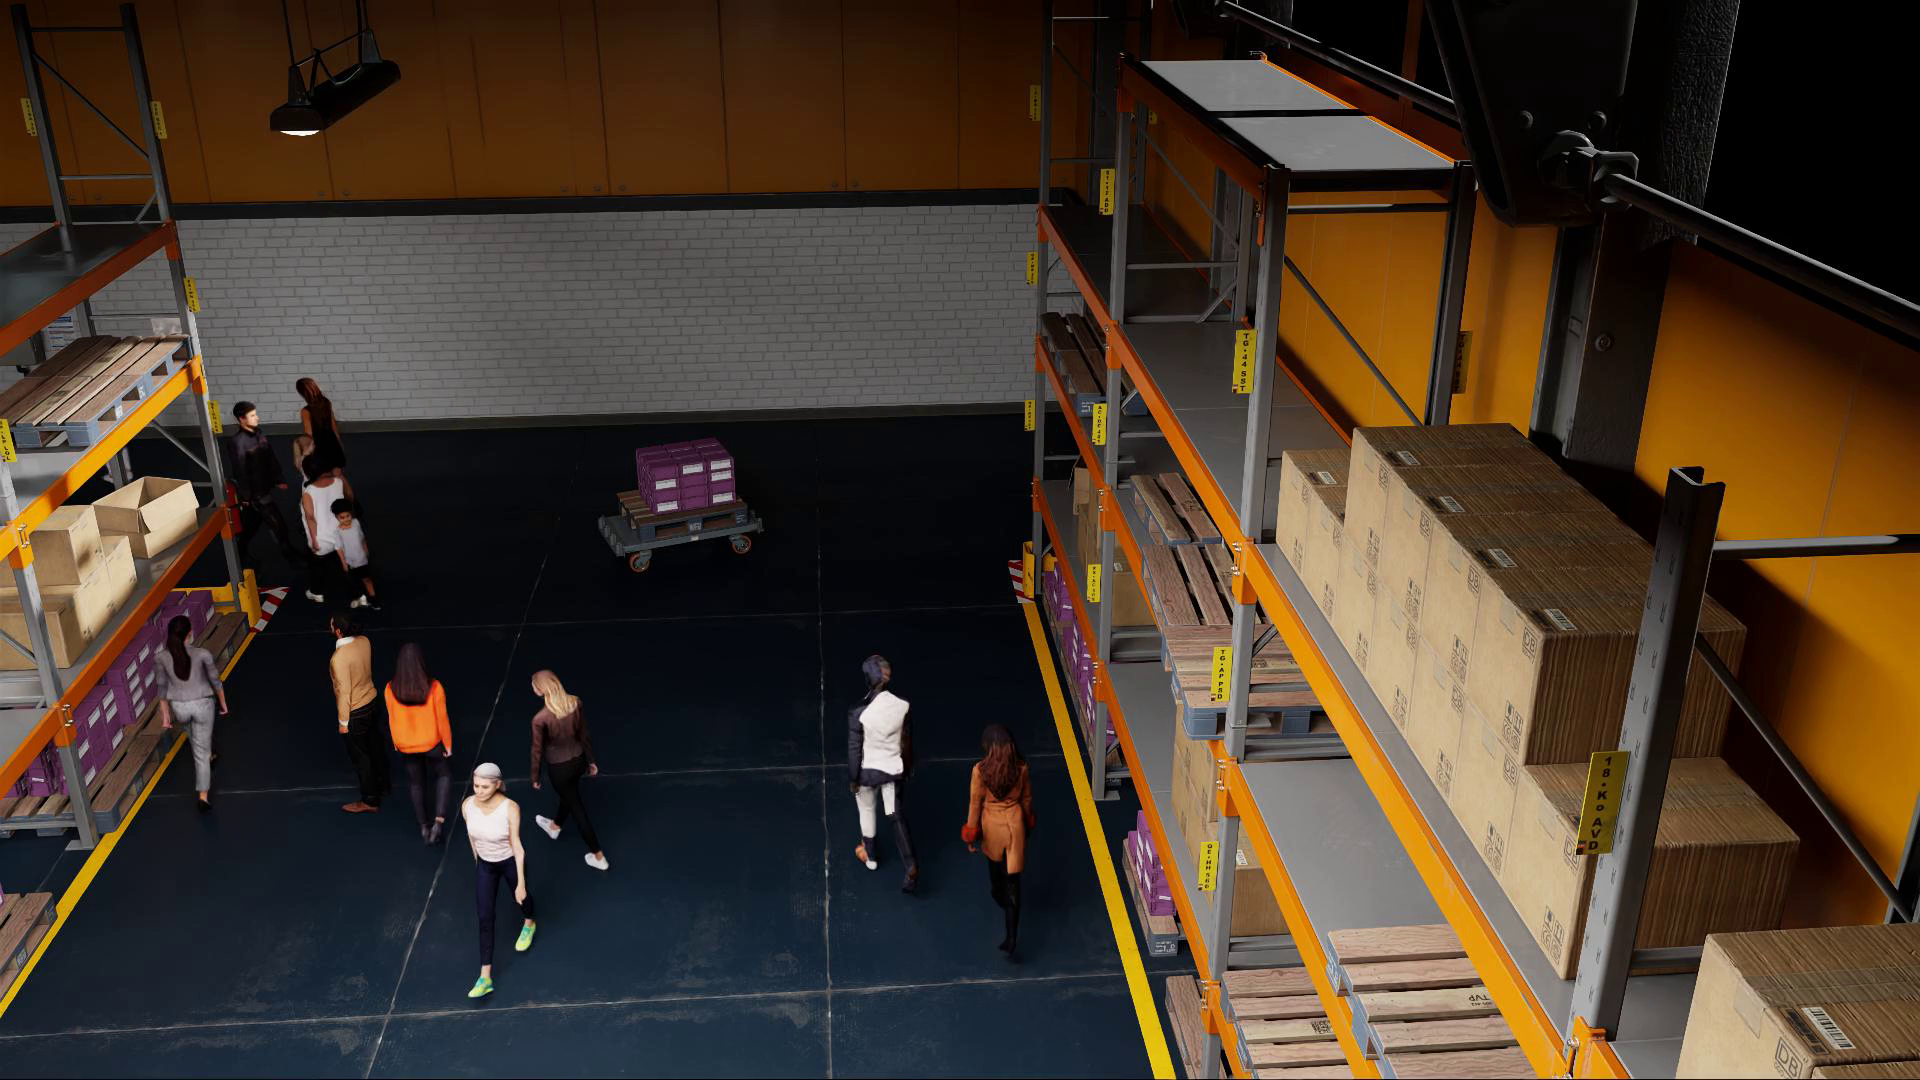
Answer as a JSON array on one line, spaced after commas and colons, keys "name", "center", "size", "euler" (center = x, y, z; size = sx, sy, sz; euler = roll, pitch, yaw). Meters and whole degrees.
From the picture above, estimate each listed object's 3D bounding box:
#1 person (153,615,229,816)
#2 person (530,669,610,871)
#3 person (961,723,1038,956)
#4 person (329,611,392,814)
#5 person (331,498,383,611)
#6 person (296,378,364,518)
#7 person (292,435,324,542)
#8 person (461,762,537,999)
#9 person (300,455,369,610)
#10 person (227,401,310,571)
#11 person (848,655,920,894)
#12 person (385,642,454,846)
[{"name": "person", "center": [-6.193, 1.451, 13.426], "size": [0.674, 1.614, 1.137], "euler": [-4, 24, -8]}, {"name": "person", "center": [-2.922, 1.783, 12.610], "size": [1.109, 1.658, 1.086], "euler": [17, 29, 34]}, {"name": "person", "center": [0.322, 2.140, 11.770], "size": [0.712, 1.677, 1.156], "euler": [-2, 24, -4]}, {"name": "person", "center": [-4.870, 1.367, 13.443], "size": [0.765, 1.755, 0.587], "euler": [3, 24, 6]}, {"name": "person", "center": [-6.221, 0.126, 16.933], "size": [0.792, 1.233, 0.721], "euler": [18, 29, 35]}, {"name": "person", "center": [-7.062, -0.939, 18.655], "size": [0.931, 1.805, 0.892], "euler": [16, 28, 33]}, {"name": "person", "center": [-7.237, -0.544, 18.419], "size": [0.676, 1.269, 0.646], "euler": [-12, 26, -25]}, {"name": "person", "center": [-3.146, 2.242, 11.570], "size": [0.842, 1.652, 1.229], "euler": [4, 24, 10]}, {"name": "person", "center": [-6.358, -0.046, 16.799], "size": [1.153, 1.655, 1.129], "euler": [16, 28, 32]}, {"name": "person", "center": [-7.540, -0.544, 17.640], "size": [0.826, 1.895, 1.169], "euler": [0, 24, -1]}, {"name": "person", "center": [-0.561, 1.766, 12.385], "size": [0.924, 1.871, 1.203], "euler": [-10, 26, -22]}, {"name": "person", "center": [-4.183, 1.636, 12.852], "size": [0.640, 1.735, 0.681], "euler": [-2, 24, -5]}]
